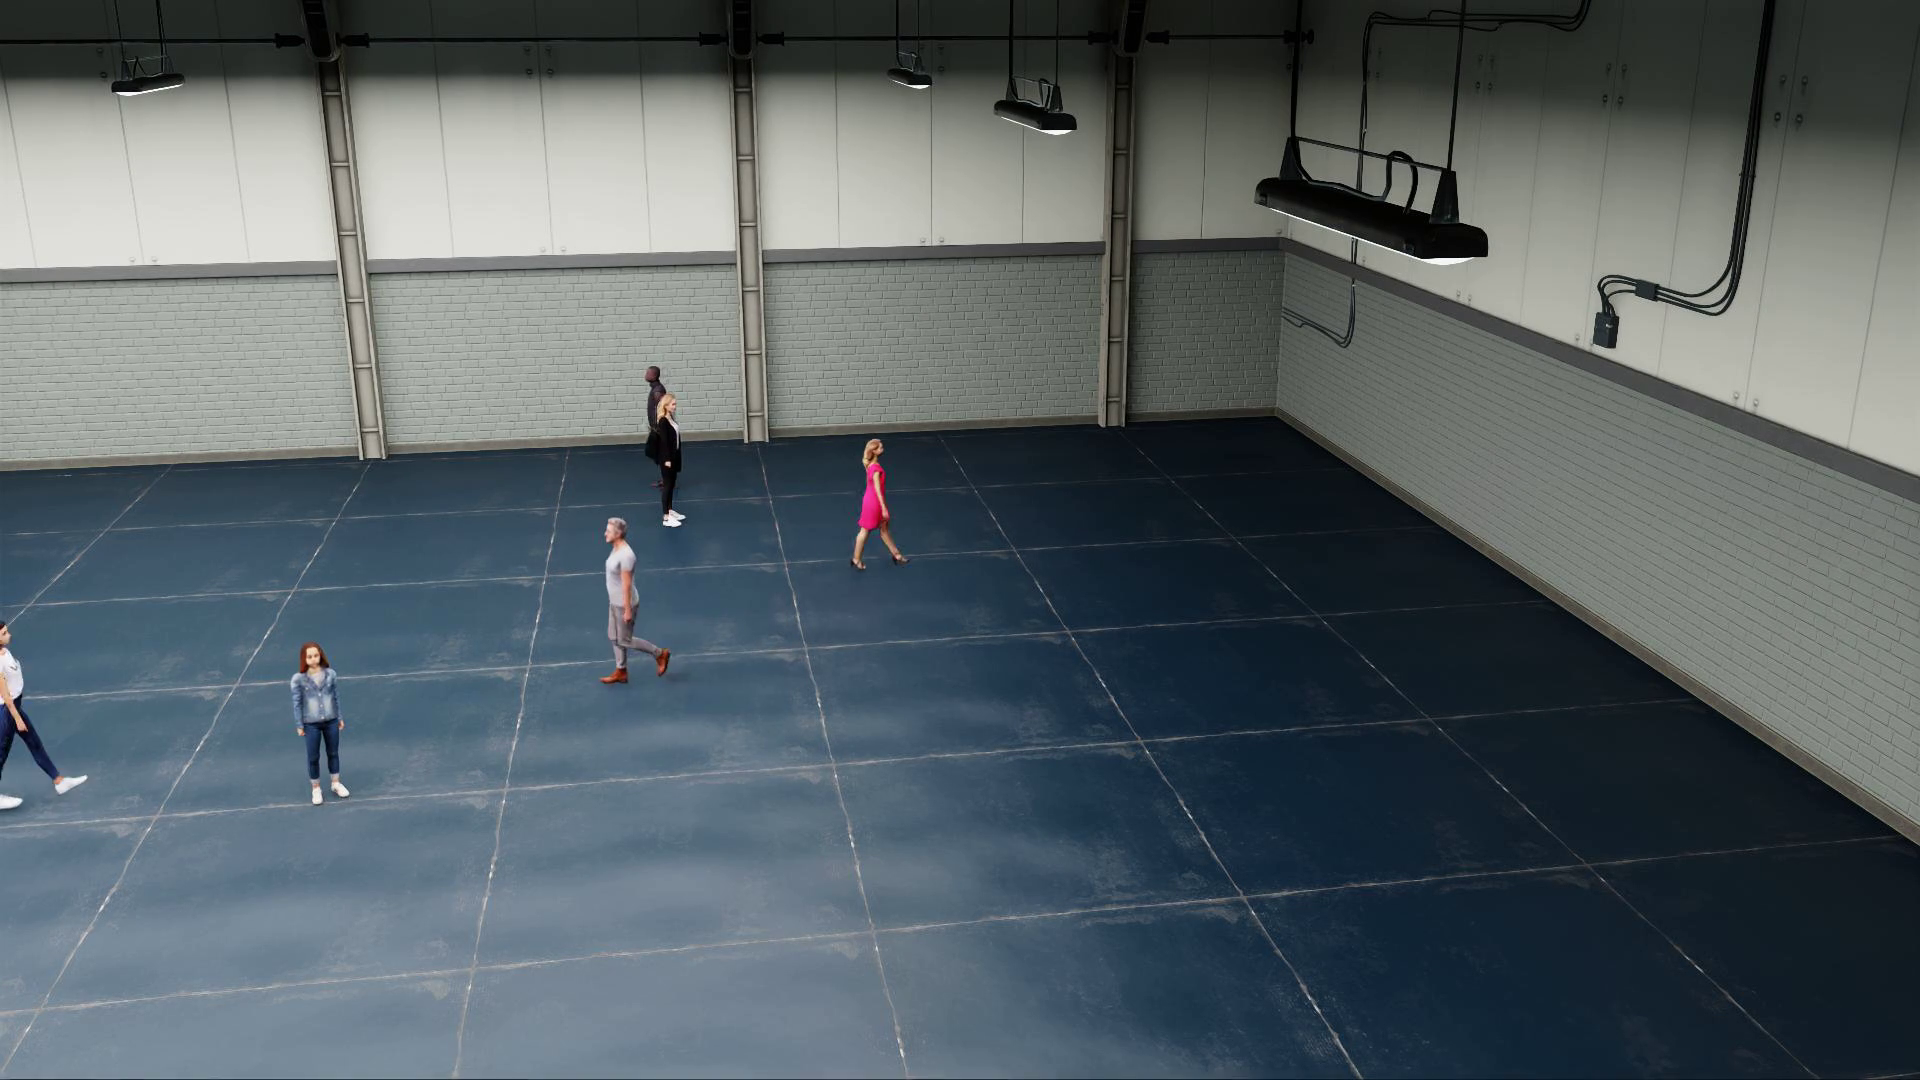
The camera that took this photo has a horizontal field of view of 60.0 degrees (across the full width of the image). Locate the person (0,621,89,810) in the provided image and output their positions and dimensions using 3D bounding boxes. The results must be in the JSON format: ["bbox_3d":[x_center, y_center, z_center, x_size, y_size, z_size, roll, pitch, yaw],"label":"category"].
[{"bbox_3d":[-8.456,1.563,14.584,1.056,1.742,0.733,-6,19,-18],"label":"person"}]

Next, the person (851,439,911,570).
[{"bbox_3d":[-1.176,-0.418,20.746,0.983,1.693,0.619,-2,18,-5],"label":"person"}]

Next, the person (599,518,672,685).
[{"bbox_3d":[-3.411,0.649,17.282,1.056,1.809,0.843,-8,20,-22],"label":"person"}]

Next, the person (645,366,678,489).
[{"bbox_3d":[-4.327,-1.647,24.297,0.652,1.832,0.697,-3,18,-9],"label":"person"}]

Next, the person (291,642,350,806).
[{"bbox_3d":[-5.725,1.612,14.863,0.584,1.477,0.695,-13,22,-35],"label":"person"}]

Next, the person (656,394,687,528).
[{"bbox_3d":[-3.971,-1.099,22.658,0.602,1.804,0.653,1,18,3],"label":"person"}]
